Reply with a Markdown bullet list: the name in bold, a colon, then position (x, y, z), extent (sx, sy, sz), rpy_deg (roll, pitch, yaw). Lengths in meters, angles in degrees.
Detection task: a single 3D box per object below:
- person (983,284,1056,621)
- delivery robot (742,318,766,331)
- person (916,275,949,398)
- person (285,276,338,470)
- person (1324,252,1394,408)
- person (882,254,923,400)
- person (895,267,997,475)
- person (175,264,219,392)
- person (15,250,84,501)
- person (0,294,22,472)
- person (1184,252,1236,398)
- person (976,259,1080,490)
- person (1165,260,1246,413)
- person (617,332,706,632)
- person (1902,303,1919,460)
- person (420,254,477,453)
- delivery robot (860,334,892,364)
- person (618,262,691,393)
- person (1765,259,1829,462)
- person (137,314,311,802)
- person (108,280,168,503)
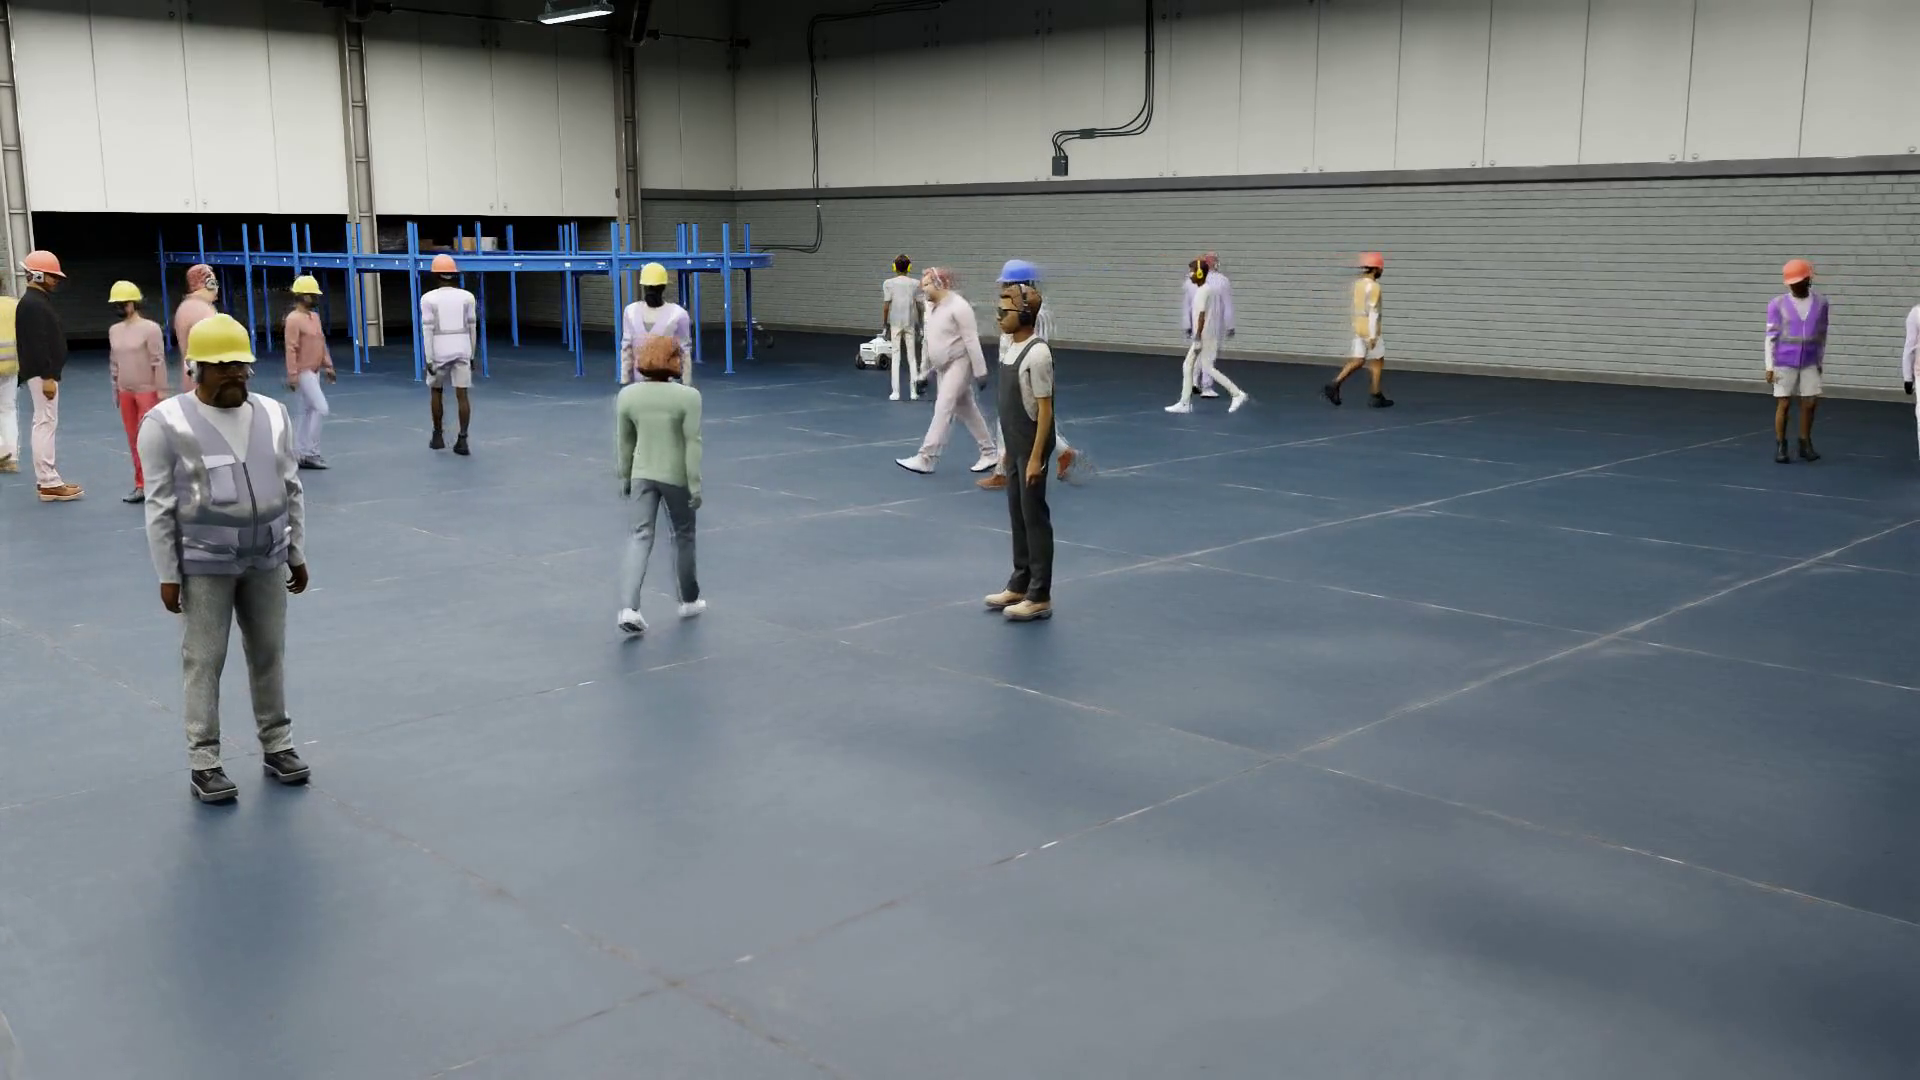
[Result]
- **person**: position (0.353, -0.488, 9.222), extent (0.349, 1.846, 0.506), rpy_deg (-3, 11, -17)
- **delivery robot**: position (-3.892, -4.081, 31.487), extent (0.335, 0.223, 0.698), rpy_deg (-6, 12, -29)
- **person**: position (-0.317, -2.616, 21.402), extent (0.533, 1.625, 0.460), rpy_deg (9, 14, 40)
- **person**: position (-5.847, -1.501, 15.024), extent (0.551, 1.750, 0.533), rpy_deg (0, 10, -1)
- **person**: position (4.965, -2.585, 20.493), extent (0.836, 1.912, 0.553), rpy_deg (-3, 11, -14)
- **person**: position (-0.744, -2.744, 21.462), extent (0.528, 1.869, 0.313), rpy_deg (-1, 10, -7)
- **person**: position (-0.097, -1.494, 14.788), extent (1.065, 1.824, 0.650), rpy_deg (-5, 11, -24)
- **person**: position (-5.799, -1.191, 12.965), extent (0.539, 1.881, 0.739), rpy_deg (-7, 12, -32)
- **person**: position (-7.358, -1.327, 13.408), extent (0.393, 1.987, 0.608), rpy_deg (-6, 12, -30)
- **person**: position (-8.649, -1.512, 14.871), extent (0.445, 1.825, 0.643), rpy_deg (5, 11, 24)
- **person**: position (3.273, -2.809, 21.772), extent (0.663, 1.892, 0.464), rpy_deg (10, 14, 44)
- **person**: position (0.579, -1.388, 13.938), extent (0.820, 1.921, 0.617), rpy_deg (-1, 10, -3)
- **person**: position (2.954, -2.422, 19.826), extent (0.914, 1.826, 0.519), rpy_deg (1, 10, 7)
- **person**: position (-1.632, -0.319, 8.981), extent (0.510, 1.597, 0.832), rpy_deg (2, 11, 12)
- **person**: position (8.570, -1.450, 14.524), extent (0.636, 1.827, 0.674), rpy_deg (4, 11, 19)
- **person**: position (-5.015, -1.826, 16.307), extent (0.545, 1.912, 0.786), rpy_deg (-6, 12, -29)
- **delivery robot**: position (-1.279, -3.039, 26.514), extent (0.477, 0.478, 0.707), rpy_deg (6, 12, 31)
- **person**: position (-2.532, -1.391, 14.023), extent (0.589, 1.895, 0.885), rpy_deg (3, 11, 18)
- **person**: position (7.749, -1.653, 15.443), extent (0.568, 1.889, 0.524), rpy_deg (1, 10, 7)
- **person**: position (-2.754, 0.060, 6.302), extent (0.403, 1.824, 0.596), rpy_deg (9, 13, 39)
- **person**: position (-6.526, -1.189, 13.276), extent (0.546, 1.752, 0.441), rpy_deg (4, 11, 20)
